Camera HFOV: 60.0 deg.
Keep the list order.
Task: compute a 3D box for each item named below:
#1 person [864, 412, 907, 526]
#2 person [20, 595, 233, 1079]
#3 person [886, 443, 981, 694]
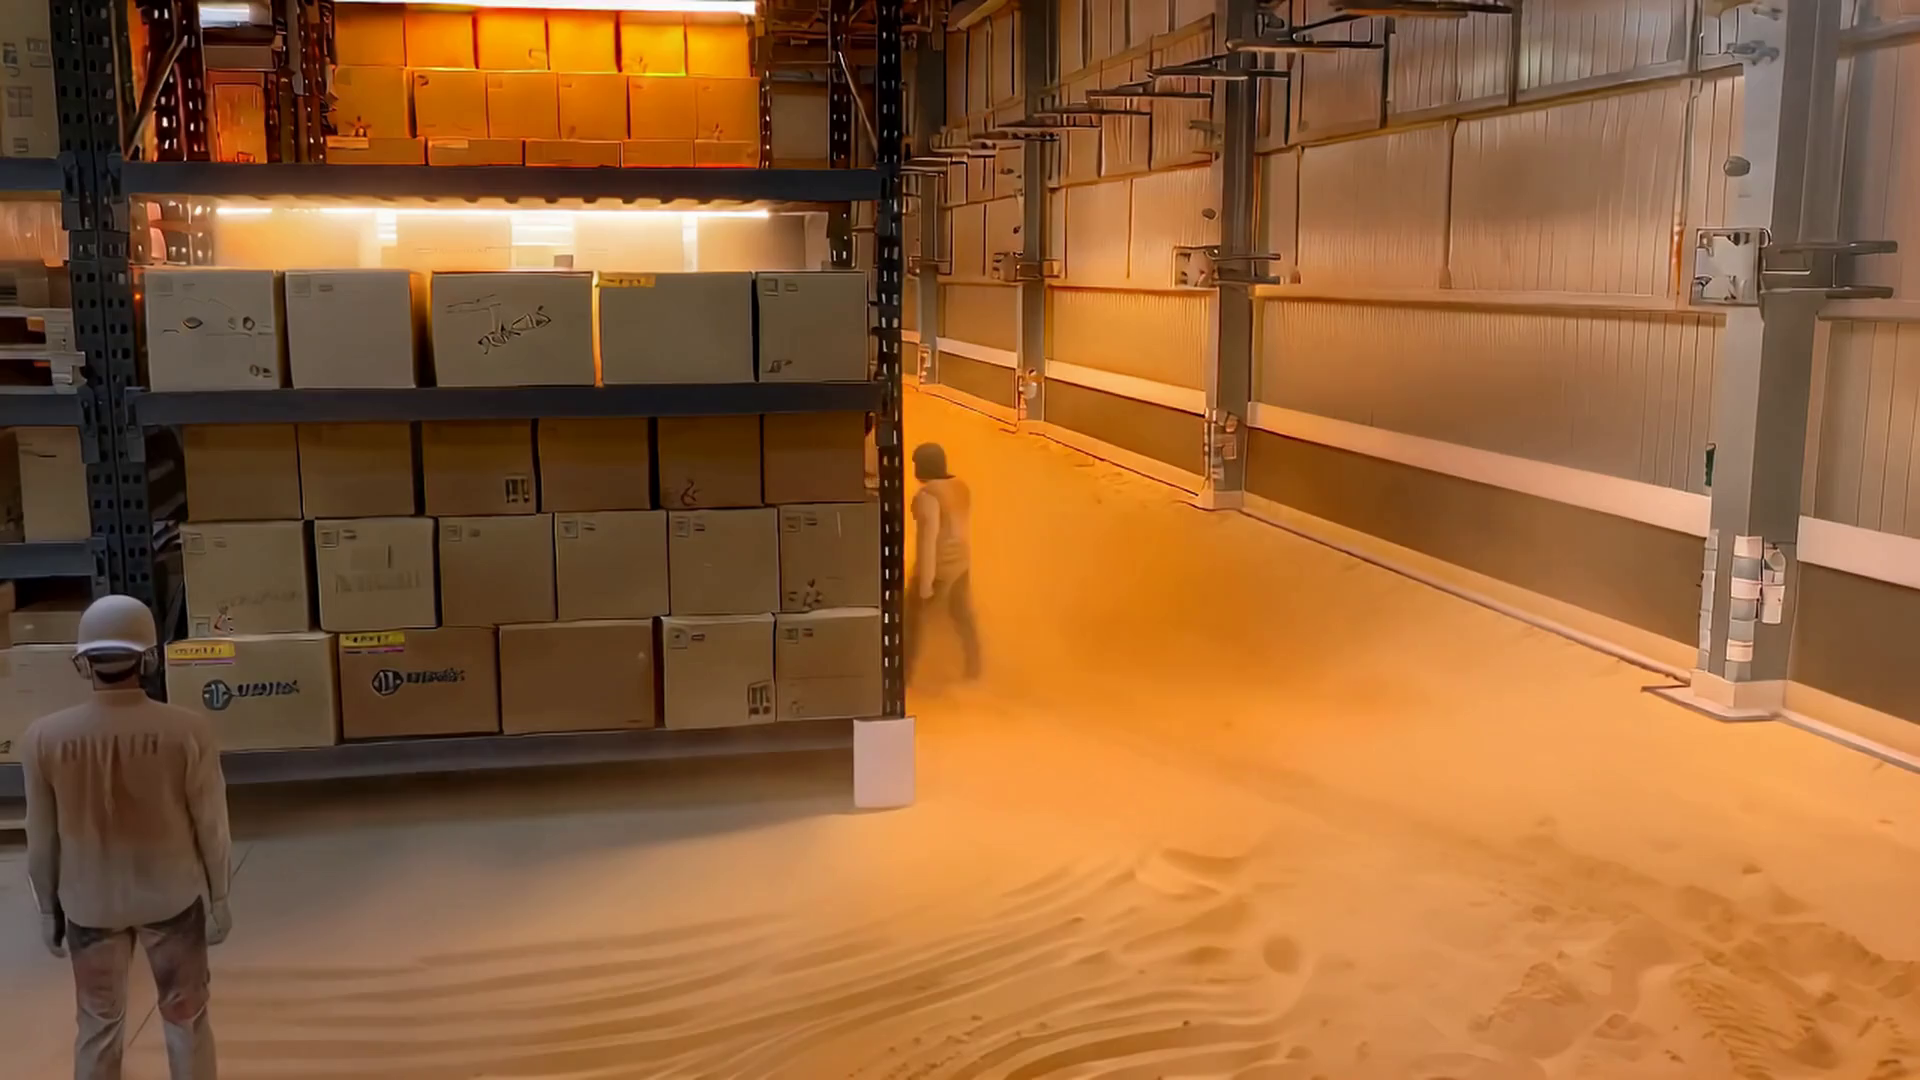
[{"bbox_3d":[-0.801,-0.375,15.065,0.627,1.901,0.964,-3,10,-19],"label":"person"},{"bbox_3d":[-2.699,1.163,5.452,0.611,1.985,0.416,-2,10,-13],"label":"person"},{"bbox_3d":[-0.232,0.199,11.858,0.862,1.796,0.669,6,11,31],"label":"person"}]
